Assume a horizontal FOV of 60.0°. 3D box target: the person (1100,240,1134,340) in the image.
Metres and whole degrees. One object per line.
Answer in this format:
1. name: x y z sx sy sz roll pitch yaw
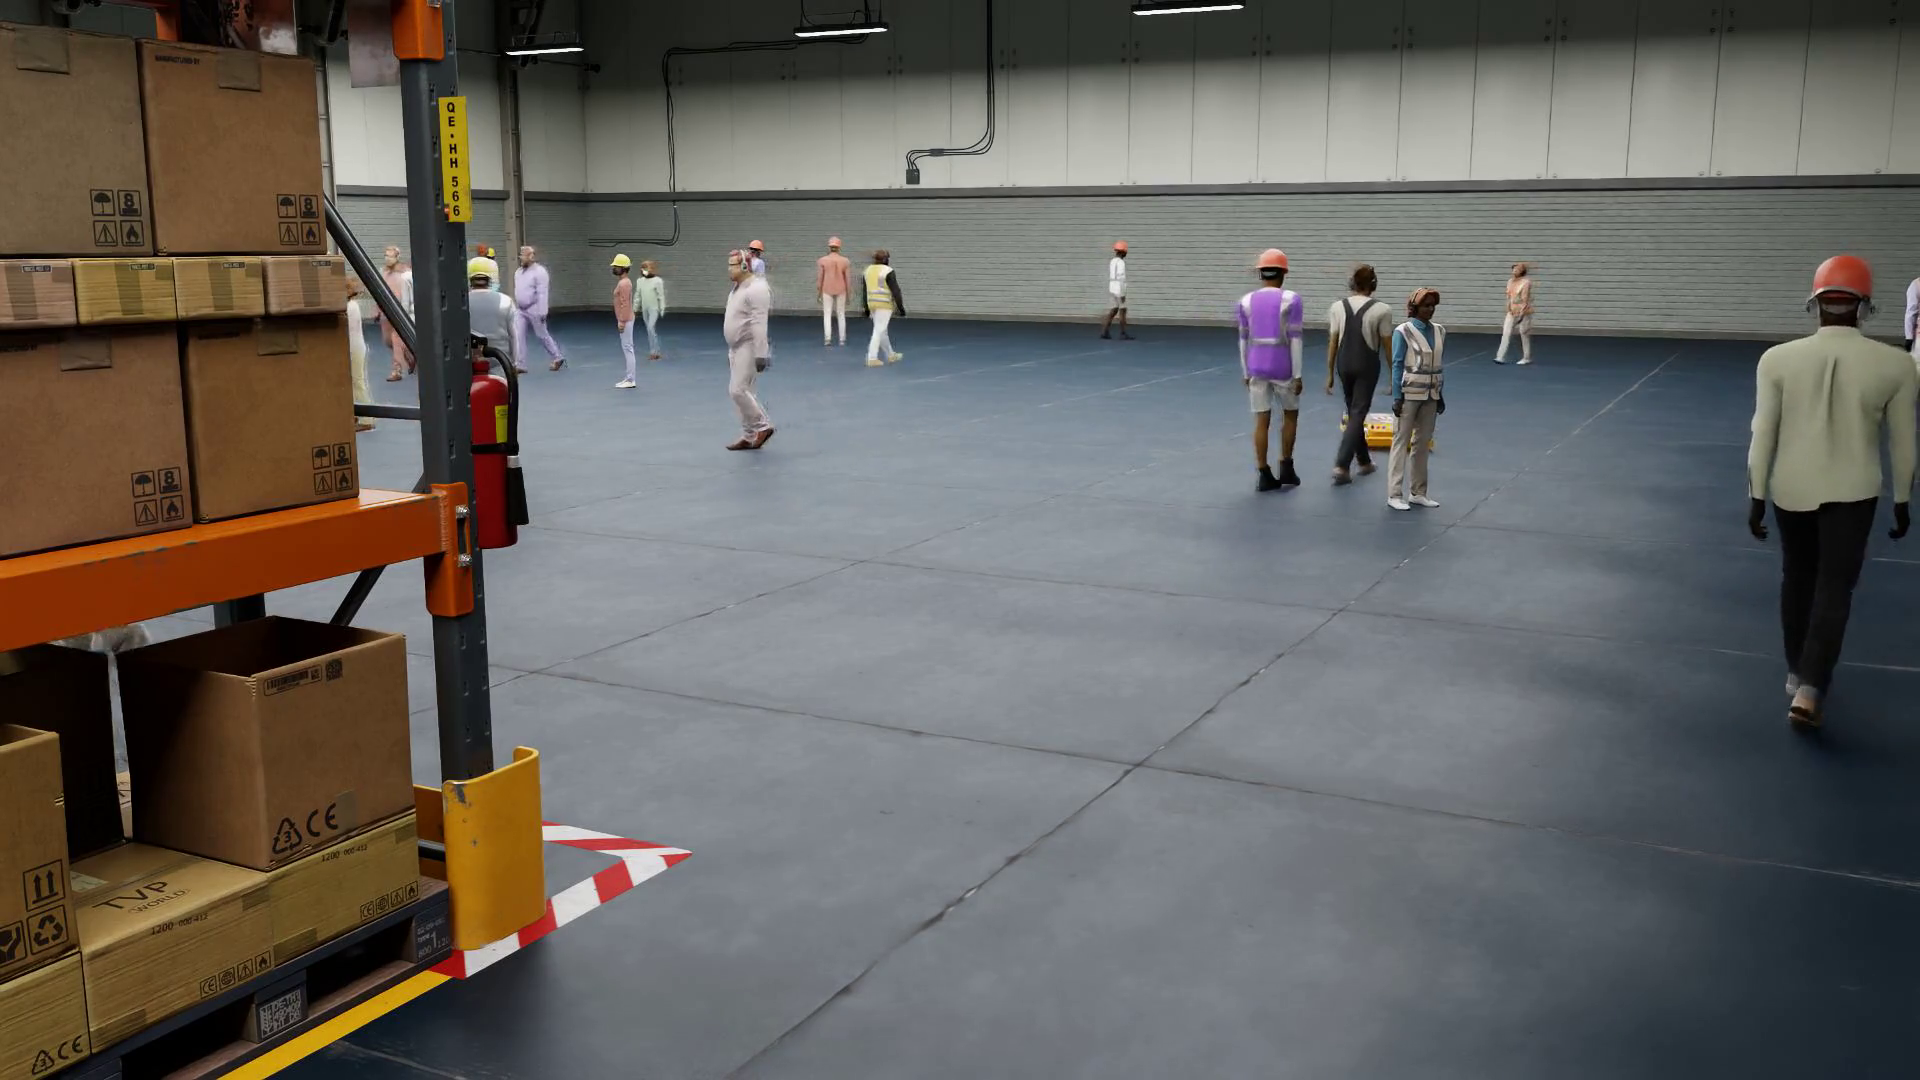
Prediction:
1. person: 3.060 -4.824 32.232 0.532 1.958 0.549 -3 11 -16

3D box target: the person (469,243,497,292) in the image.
1. person: -9.382 -4.926 32.929 0.566 1.854 0.774 1 10 6

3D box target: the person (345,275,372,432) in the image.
1. person: -6.295 -1.901 17.041 0.485 1.613 0.538 -5 11 -25

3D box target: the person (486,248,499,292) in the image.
1. person: -10.290 -5.540 36.583 0.456 1.735 0.601 -10 15 -44

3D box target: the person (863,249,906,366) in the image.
1. person: -1.145 -3.625 25.981 0.937 1.796 0.641 -10 14 -44

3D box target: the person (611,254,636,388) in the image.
1. person: -4.474 -2.904 22.121 0.306 1.772 0.525 -2 11 -9

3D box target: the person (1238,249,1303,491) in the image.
1. person: 2.509 -1.357 13.301 0.570 1.906 0.635 6 12 30

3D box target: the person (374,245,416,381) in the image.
1. person: -7.881 -3.187 23.342 0.649 1.885 0.750 4 11 21

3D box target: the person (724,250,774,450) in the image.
1. person: -2.038 -1.766 15.593 0.445 1.884 0.668 -5 12 -27

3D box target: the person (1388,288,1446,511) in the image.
1. person: 3.389 -1.042 12.323 0.525 1.639 0.307 -6 12 -31

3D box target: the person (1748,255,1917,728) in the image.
1. person: 3.639 -0.212 6.978 0.621 1.958 1.023 7 13 34

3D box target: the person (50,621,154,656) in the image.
1. person: -3.095 0.107 6.151 0.774 1.609 0.518 -5 12 -26

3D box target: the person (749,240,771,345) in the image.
1. person: -3.763 -4.560 30.718 0.542 1.930 0.367 8 13 36

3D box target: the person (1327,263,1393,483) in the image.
1. person: 3.307 -1.379 13.748 0.531 1.799 0.980 7 13 35

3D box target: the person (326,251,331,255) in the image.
1. person: -9.761 -3.585 25.405 0.383 1.924 0.594 -3 11 -18

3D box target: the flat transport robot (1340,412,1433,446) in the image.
1. flat transport robot: 4.179 -1.098 16.363 0.652 0.197 1.431 1 10 4

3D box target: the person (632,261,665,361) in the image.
1. person: -5.049 -3.679 26.799 0.512 1.610 0.676 6 12 29

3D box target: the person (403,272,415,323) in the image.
1. person: -6.918 -2.845 21.608 0.580 1.843 0.943 -3 11 -16

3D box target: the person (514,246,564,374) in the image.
1. person: -6.281 -3.397 24.536 0.652 1.875 0.927 7 12 32

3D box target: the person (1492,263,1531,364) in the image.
1. person: 8.666 -3.521 25.945 0.810 1.587 0.530 -5 12 -27

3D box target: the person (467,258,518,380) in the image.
1. person: -4.323 -1.636 15.095 0.611 1.804 0.762 -4 11 -20

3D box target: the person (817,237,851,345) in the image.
1. person: -2.318 -4.579 30.644 0.618 1.996 0.387 -1 10 -8

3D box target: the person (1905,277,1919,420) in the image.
1. person: 10.672 -2.221 18.202 0.634 1.841 0.429 1 10 3
